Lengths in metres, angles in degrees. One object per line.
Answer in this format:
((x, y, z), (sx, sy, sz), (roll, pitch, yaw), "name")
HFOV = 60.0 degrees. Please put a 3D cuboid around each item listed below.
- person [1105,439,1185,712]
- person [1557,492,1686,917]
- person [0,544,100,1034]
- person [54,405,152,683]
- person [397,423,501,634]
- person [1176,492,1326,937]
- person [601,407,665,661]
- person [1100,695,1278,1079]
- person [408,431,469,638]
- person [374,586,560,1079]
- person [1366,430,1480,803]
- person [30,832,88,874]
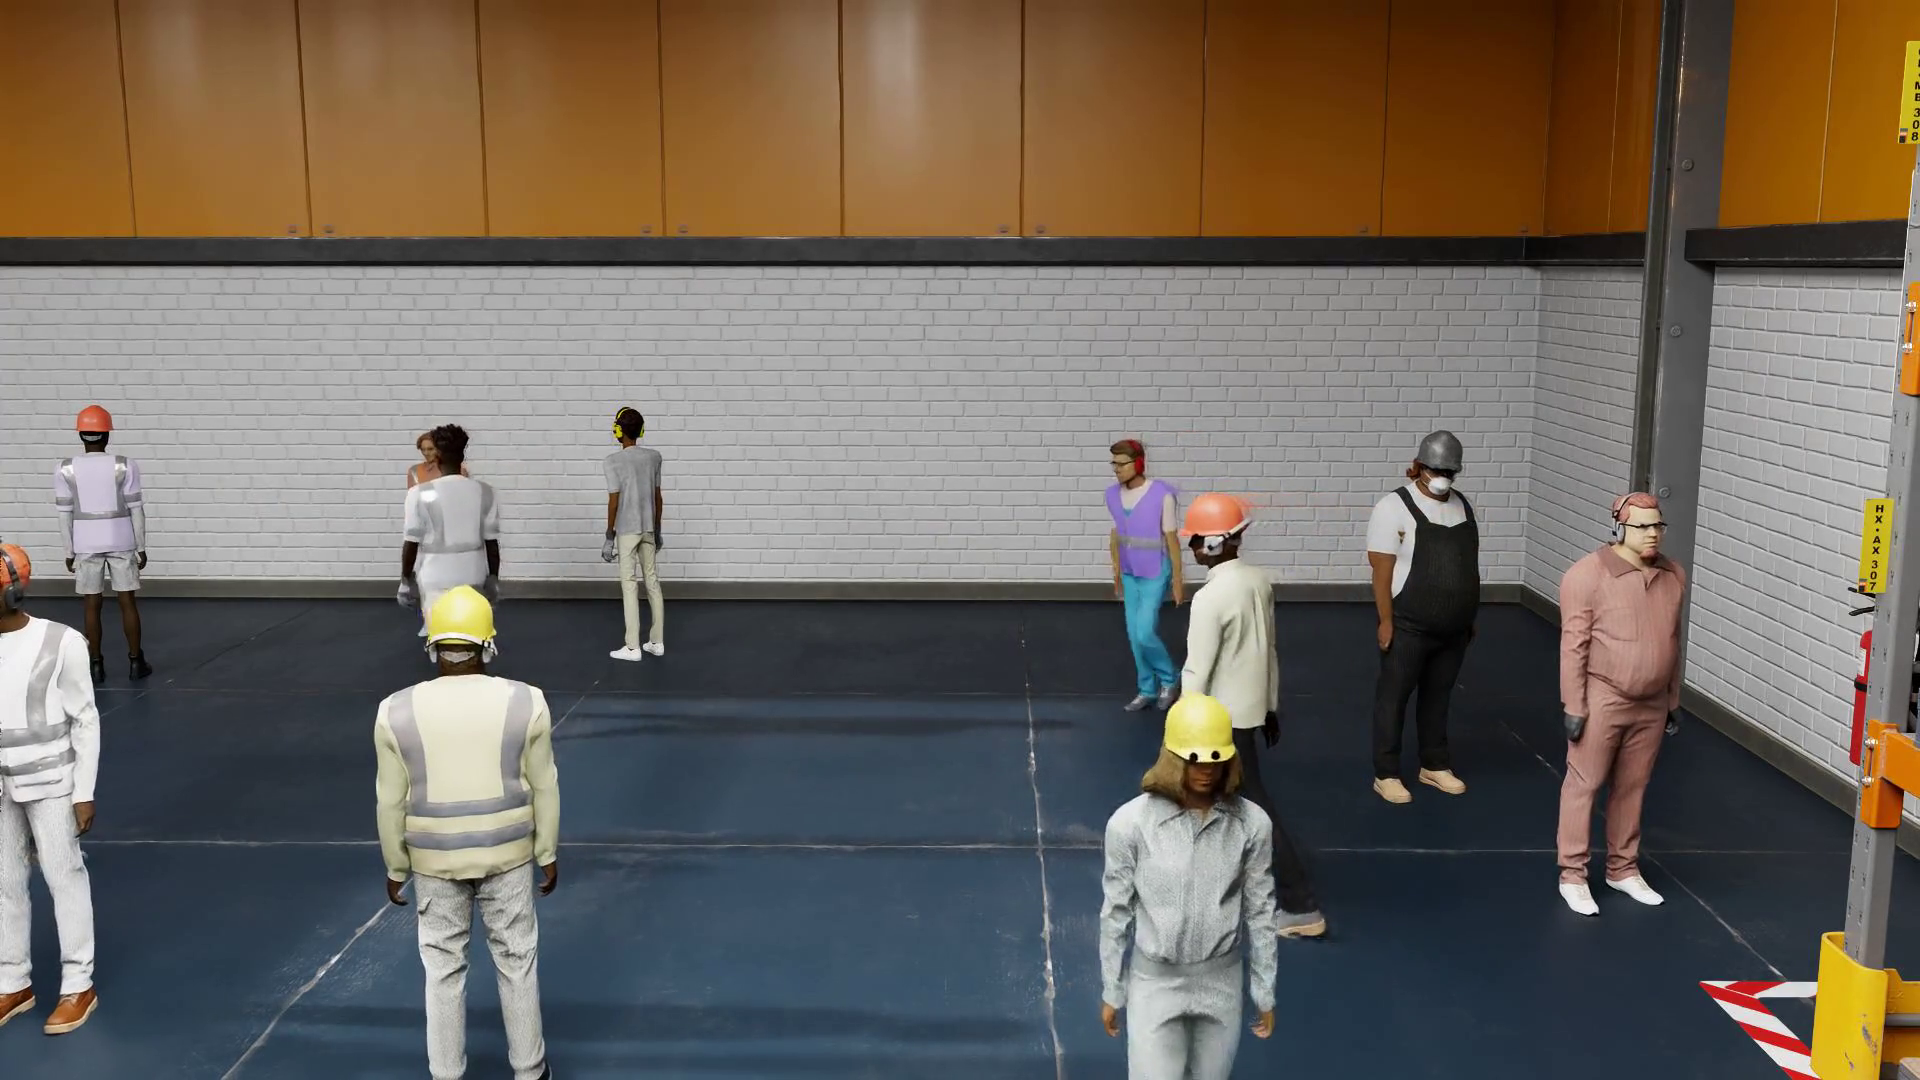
((1.177, 0.244, 10.711), (0.480, 1.806, 0.590), (-7, 12, -37), "person")
((2.999, 0.730, 7.499), (0.642, 1.910, 0.401), (-3, 10, -17), "person")
((-3.549, 0.942, 6.307), (0.574, 1.881, 0.358), (1, 10, 5), "person")
((-5.962, 0.032, 11.591), (0.542, 1.938, 0.357), (-4, 10, -21), "person")
((-3.161, 0.231, 10.434), (0.971, 1.931, 0.601), (9, 13, 43), "person")
((1.184, 0.754, 7.313), (1.051, 1.934, 0.625), (6, 11, 31), "person")
((-2.409, -0.044, 12.246), (0.332, 1.874, 0.520), (9, 13, 44), "person")
((0.661, 1.283, 4.689), (0.506, 1.727, 0.454), (-2, 10, -11), "person")
((-4.040, -0.037, 12.924), (0.533, 1.620, 0.499), (1, 10, 4), "person")
((-1.675, 1.066, 5.710), (0.595, 1.831, 0.403), (-2, 10, -14), "person")
((2.568, 0.405, 9.045), (0.673, 2.000, 0.536), (-4, 10, -24), "person")
((-4.698, 0.727, 7.910), (1.020, 1.792, 0.497), (3, 10, 20), "person")
